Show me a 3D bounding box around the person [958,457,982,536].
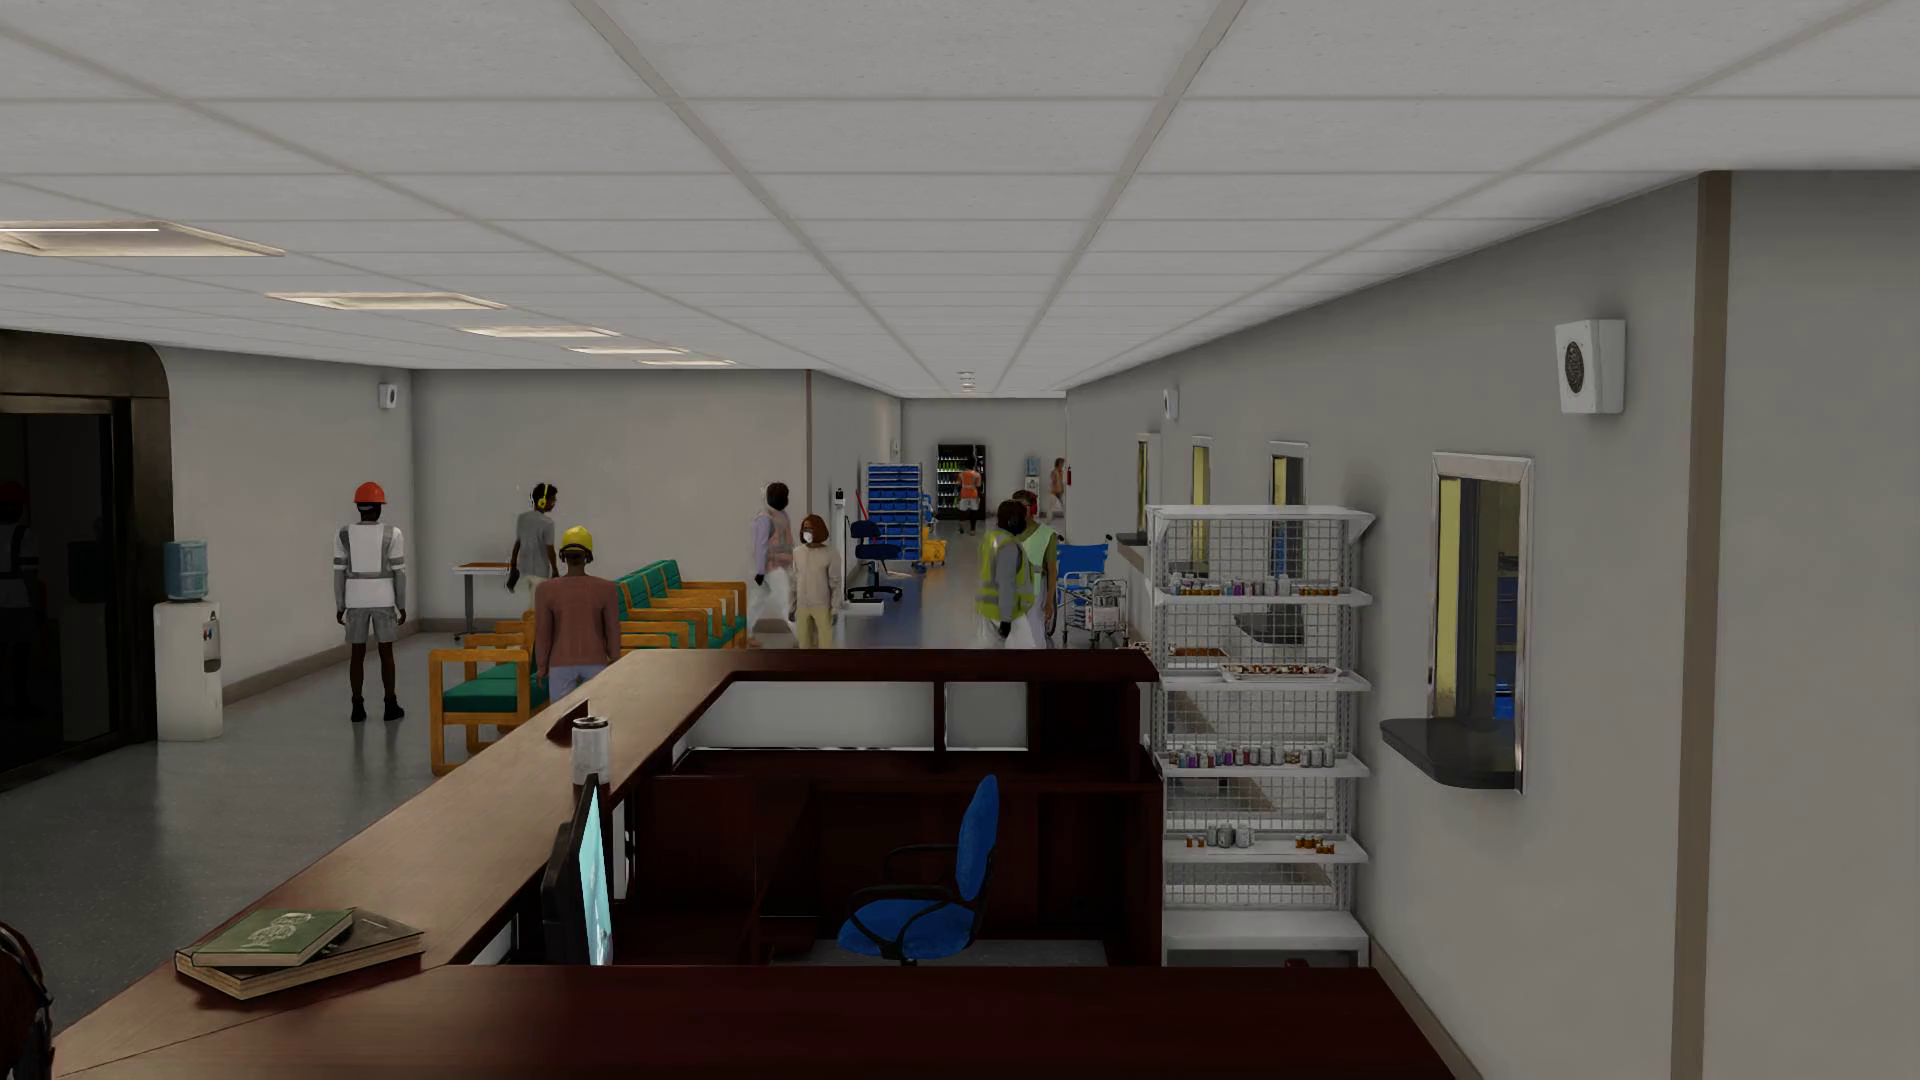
[{"bbox_3d":[0.190,-0.909,34.887,0.545,1.681,0.564,1,4,18],"label":"person"}]

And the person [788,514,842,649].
[{"bbox_3d":[-1.241,0.595,14.141,0.498,1.634,0.280,2,5,27],"label":"person"}]

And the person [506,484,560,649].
[{"bbox_3d":[-4.124,0.350,16.393,0.556,1.805,0.903,3,5,37],"label":"person"}]

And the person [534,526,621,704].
[{"bbox_3d":[-2.398,0.794,10.445,0.533,1.767,0.326,-1,4,-16],"label":"person"}]

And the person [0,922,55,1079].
[{"bbox_3d":[-1.197,1.364,1.998,0.625,1.838,0.430,-2,5,-29],"label":"person"}]

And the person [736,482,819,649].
[{"bbox_3d":[-1.954,0.279,17.609,0.981,1.782,0.605,0,4,6],"label":"person"}]

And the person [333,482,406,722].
[{"bbox_3d":[-4.753,0.497,13.431,0.553,1.934,0.364,-1,4,-10],"label":"person"}]

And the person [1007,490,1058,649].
[{"bbox_3d":[0.564,0.494,14.098,0.563,1.847,0.390,3,5,32],"label":"person"}]
